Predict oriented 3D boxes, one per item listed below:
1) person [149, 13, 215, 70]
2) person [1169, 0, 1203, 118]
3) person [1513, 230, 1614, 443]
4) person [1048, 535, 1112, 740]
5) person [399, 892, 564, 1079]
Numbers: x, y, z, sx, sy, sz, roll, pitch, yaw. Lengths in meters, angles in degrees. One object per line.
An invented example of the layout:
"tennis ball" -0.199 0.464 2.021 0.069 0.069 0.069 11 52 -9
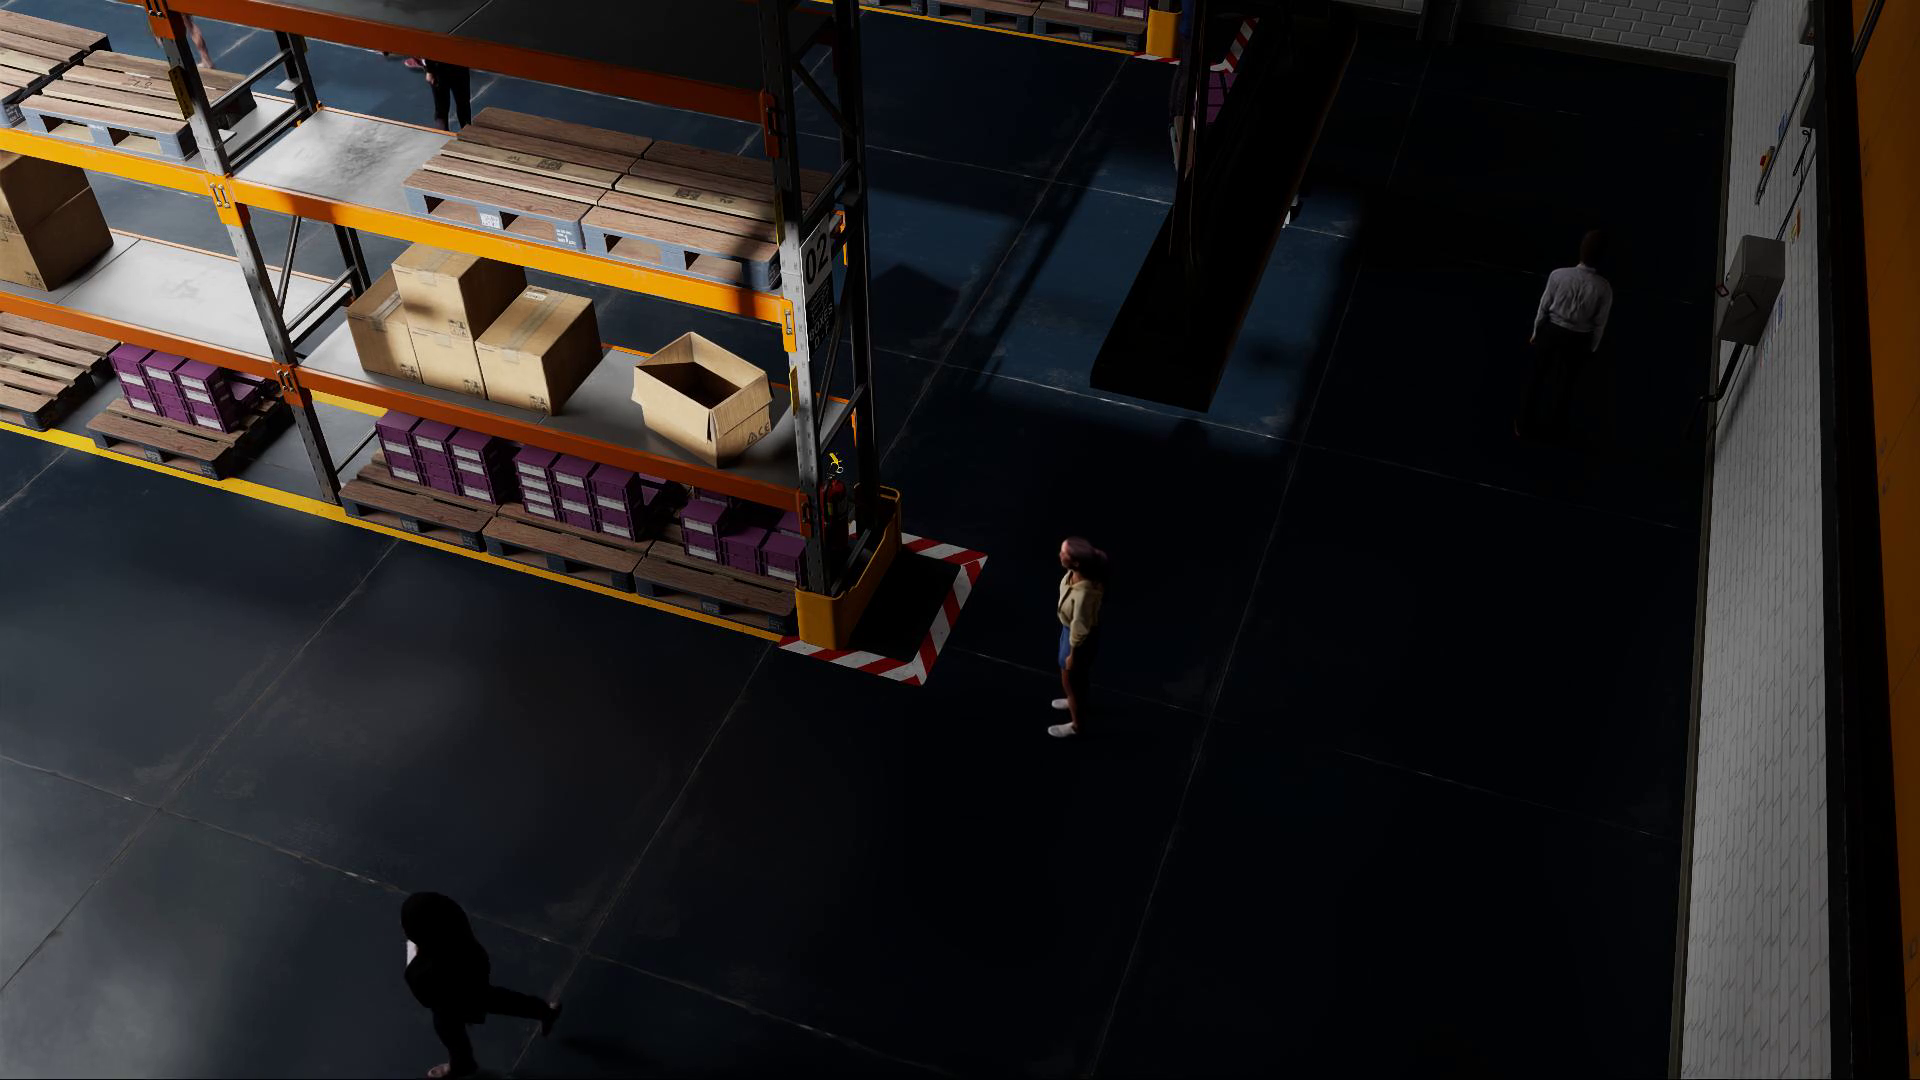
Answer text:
"person" -7.865 -5.502 16.692 0.808 1.749 0.674 4 44 4
"person" 2.227 -4.834 15.902 0.707 1.872 0.736 -4 44 -4
"person" 4.527 -1.516 12.456 0.591 1.820 0.760 23 48 22
"person" 0.754 0.594 10.382 0.628 1.627 0.690 4 44 5
"person" -2.518 2.277 8.642 1.109 1.591 0.976 -11 45 -11
